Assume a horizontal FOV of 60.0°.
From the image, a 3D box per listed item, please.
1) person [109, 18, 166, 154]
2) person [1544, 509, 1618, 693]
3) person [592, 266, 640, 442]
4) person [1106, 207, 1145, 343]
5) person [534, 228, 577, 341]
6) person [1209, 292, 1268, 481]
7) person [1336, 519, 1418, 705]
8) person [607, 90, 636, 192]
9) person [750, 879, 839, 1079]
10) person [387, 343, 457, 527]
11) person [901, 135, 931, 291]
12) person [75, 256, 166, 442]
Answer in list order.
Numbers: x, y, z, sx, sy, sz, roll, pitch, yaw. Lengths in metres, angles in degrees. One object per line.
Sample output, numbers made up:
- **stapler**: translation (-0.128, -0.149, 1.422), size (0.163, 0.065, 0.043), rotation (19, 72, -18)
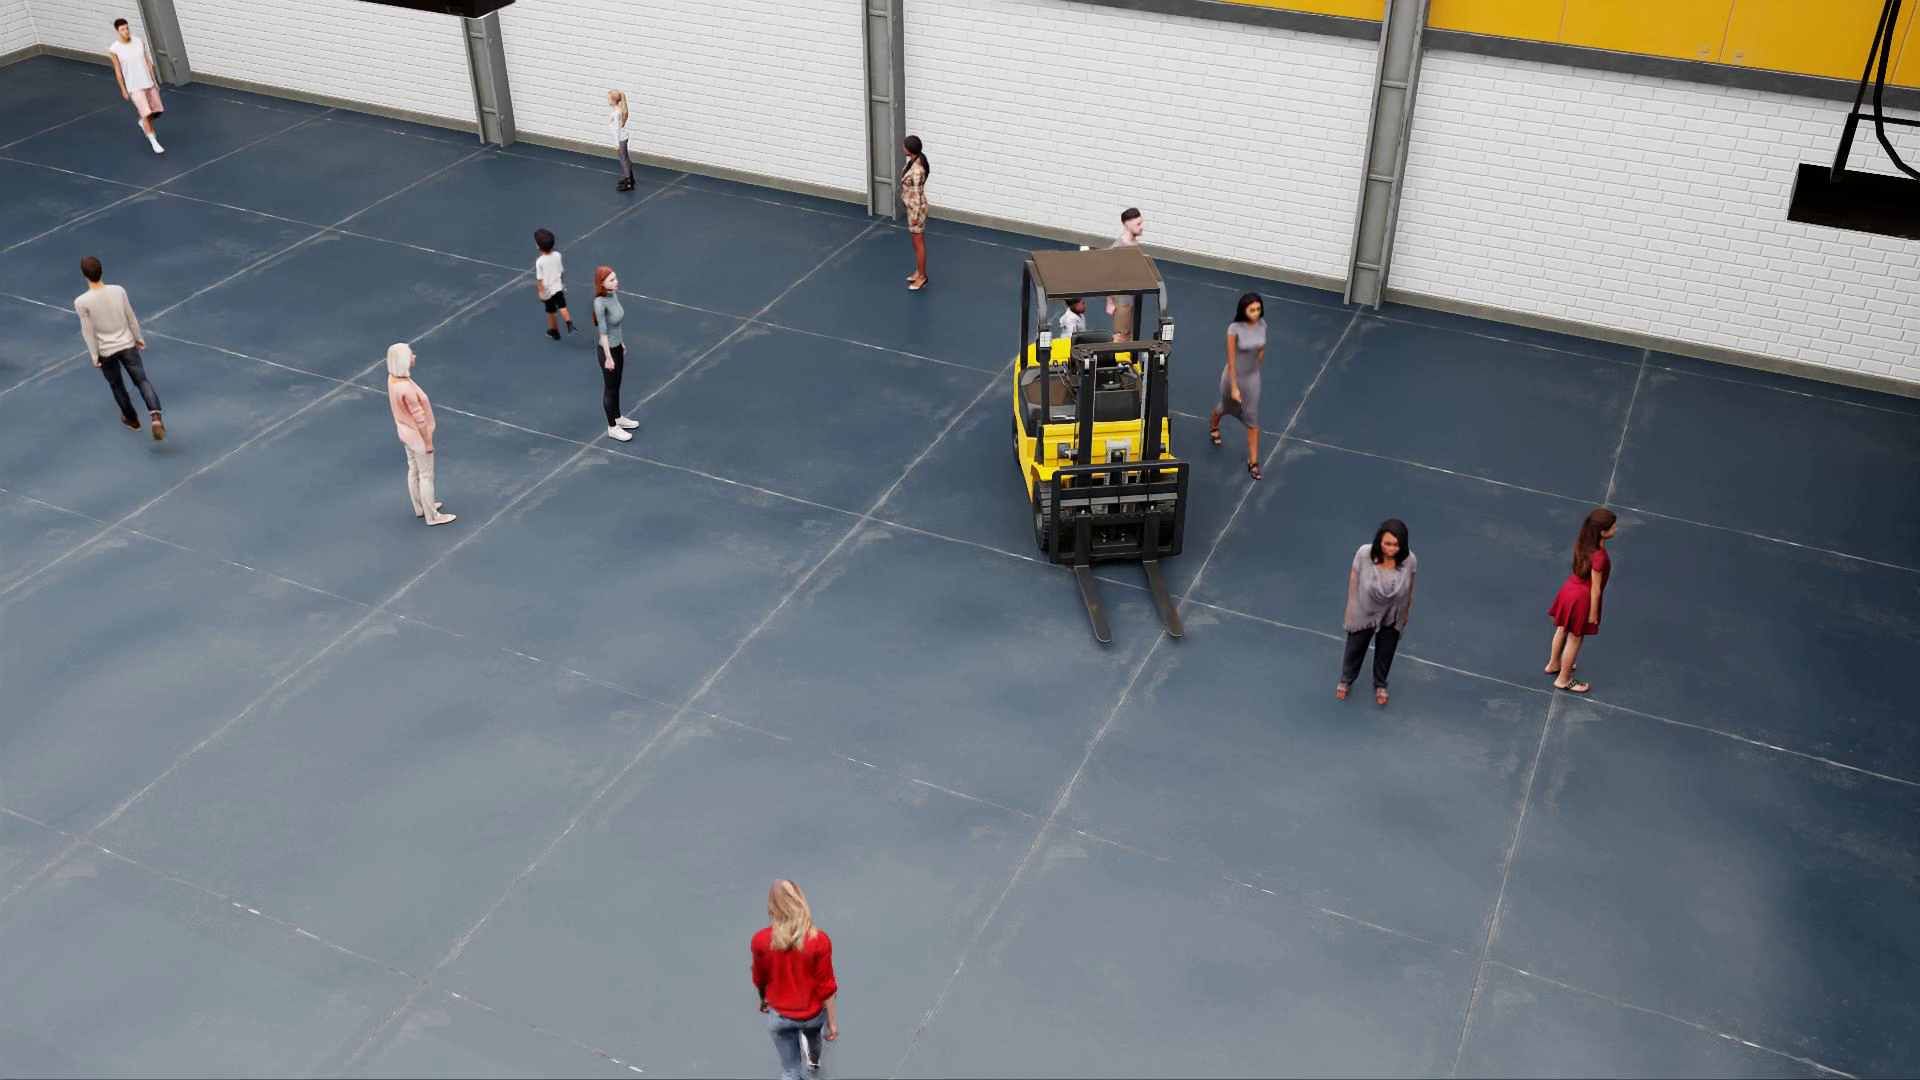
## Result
- **person**: translation (-10.959, -6.076, 22.161), size (0.988, 1.770, 0.789), rotation (25, 41, 33)
- **person**: translation (4.697, 0.431, 12.566), size (0.721, 1.554, 0.660), rotation (-2, 34, -4)
- **person**: translation (-3.290, -1.785, 15.730), size (0.610, 1.742, 0.643), rotation (5, 34, 7)
- **person**: translation (1.557, -2.457, 16.596), size (0.783, 1.834, 0.697), rotation (19, 38, 26)
- **person**: translation (-4.256, -2.665, 17.494), size (0.722, 1.255, 0.597), rotation (26, 42, 34)
- **person**: translation (2.518, -1.478, 15.278), size (1.098, 1.732, 1.106), rotation (-11, 35, -15)
- **person**: translation (3.127, 0.504, 12.408), size (0.670, 1.608, 0.758), rotation (6, 34, 9)
- **person**: translation (-4.301, -5.096, 21.134), size (0.596, 1.275, 0.561), rotation (-2, 34, -3)
- **person**: translation (-0.893, 2.664, 9.111), size (1.104, 1.660, 1.003), rotation (2, 34, 3)
- **person**: translation (-4.741, -0.923, 14.456), size (0.737, 1.718, 0.605), rotation (-25, 41, -32)
- **person**: translation (-0.475, -3.643, 18.480), size (0.672, 1.793, 0.662), rotation (0, 34, 0)
- **person**: translation (-7.874, -1.760, 15.599), size (1.192, 1.846, 0.920), rotation (29, 43, 36)
